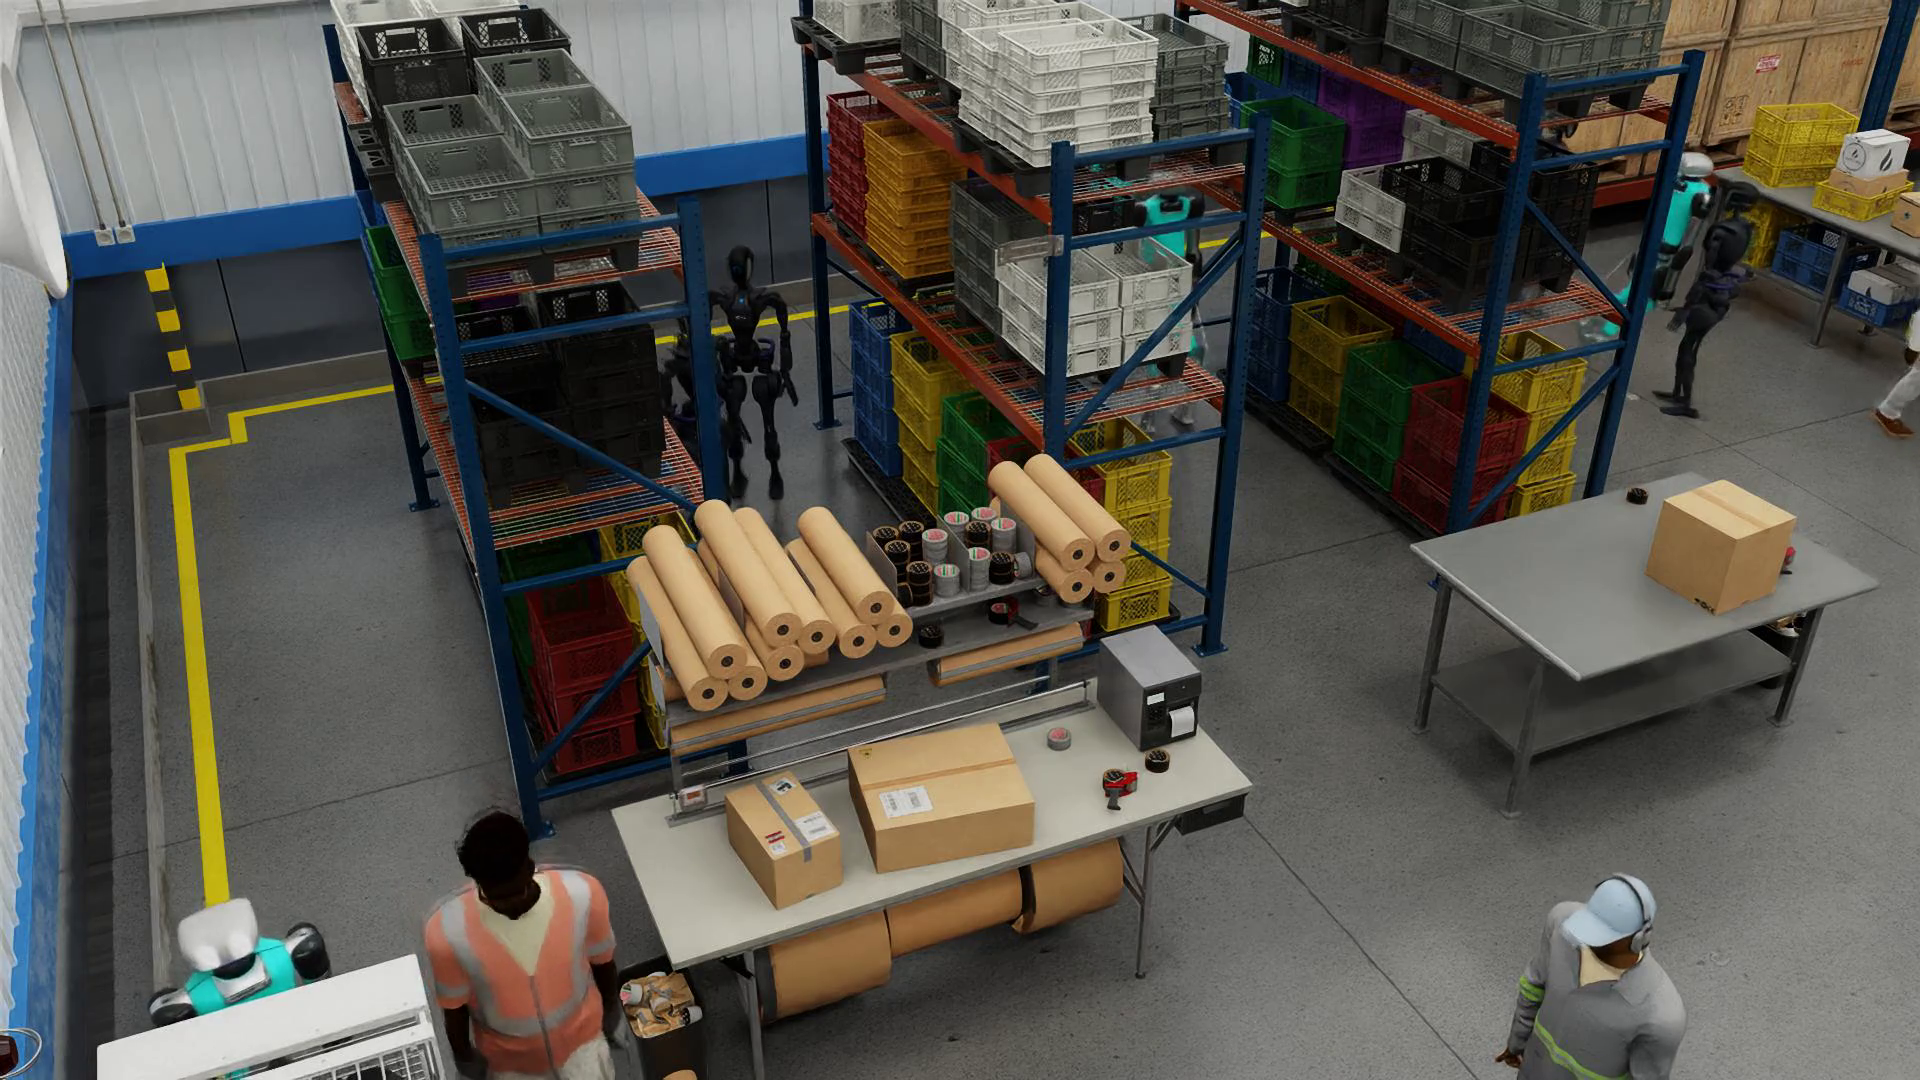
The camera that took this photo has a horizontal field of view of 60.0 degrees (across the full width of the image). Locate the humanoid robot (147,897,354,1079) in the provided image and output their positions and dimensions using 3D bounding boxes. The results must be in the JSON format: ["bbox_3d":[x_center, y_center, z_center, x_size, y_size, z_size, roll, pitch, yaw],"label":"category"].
[{"bbox_3d":[-2.347,1.832,5.637,0.556,1.826,0.708,-23,38,-32],"label":"humanoid robot"}]

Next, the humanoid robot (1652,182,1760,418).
[{"bbox_3d":[5.034,-1.631,11.276,0.418,1.654,0.588,27,41,36],"label":"humanoid robot"}]

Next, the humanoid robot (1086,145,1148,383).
[{"bbox_3d":[1.014,-1.874,11.679,0.555,1.847,0.704,1,32,2],"label":"humanoid robot"}]

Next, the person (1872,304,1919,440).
[{"bbox_3d":[6.373,-1.330,10.654,0.636,1.832,0.954,2,32,3],"label":"person"}]

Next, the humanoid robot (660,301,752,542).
[{"bbox_3d":[-1.456,-0.613,9.622,0.370,1.655,0.608,21,37,31],"label":"humanoid robot"}]

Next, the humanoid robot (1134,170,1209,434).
[{"bbox_3d":[1.418,-1.512,10.982,0.541,1.749,0.684,-11,33,-17],"label":"humanoid robot"}]

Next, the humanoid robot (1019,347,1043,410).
[{"bbox_3d":[0.481,-1.696,11.274,0.536,1.750,0.676,20,37,29],"label":"humanoid robot"}]

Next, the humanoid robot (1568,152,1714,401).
[{"bbox_3d":[4.601,-1.771,11.487,0.801,1.802,0.531,-3,32,-5],"label":"humanoid robot"}]

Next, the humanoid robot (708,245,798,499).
[{"bbox_3d":[-1.305,-1.022,10.280,0.600,1.654,0.336,0,32,0],"label":"humanoid robot"}]

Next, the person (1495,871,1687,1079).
[{"bbox_3d":[2.017,1.811,5.519,0.382,1.852,0.586,-14,34,-21],"label":"person"}]

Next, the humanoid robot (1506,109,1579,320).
[{"bbox_3d":[4.475,-2.477,12.652,0.496,1.648,0.616,7,32,12],"label":"humanoid robot"}]

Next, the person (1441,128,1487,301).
[{"bbox_3d":[3.355,-1.828,11.259,0.389,2.033,0.605,-11,33,-18],"label":"person"}]

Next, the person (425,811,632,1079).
[{"bbox_3d":[-1.442,1.663,5.677,0.607,1.939,0.579,-14,34,-22],"label":"person"}]
